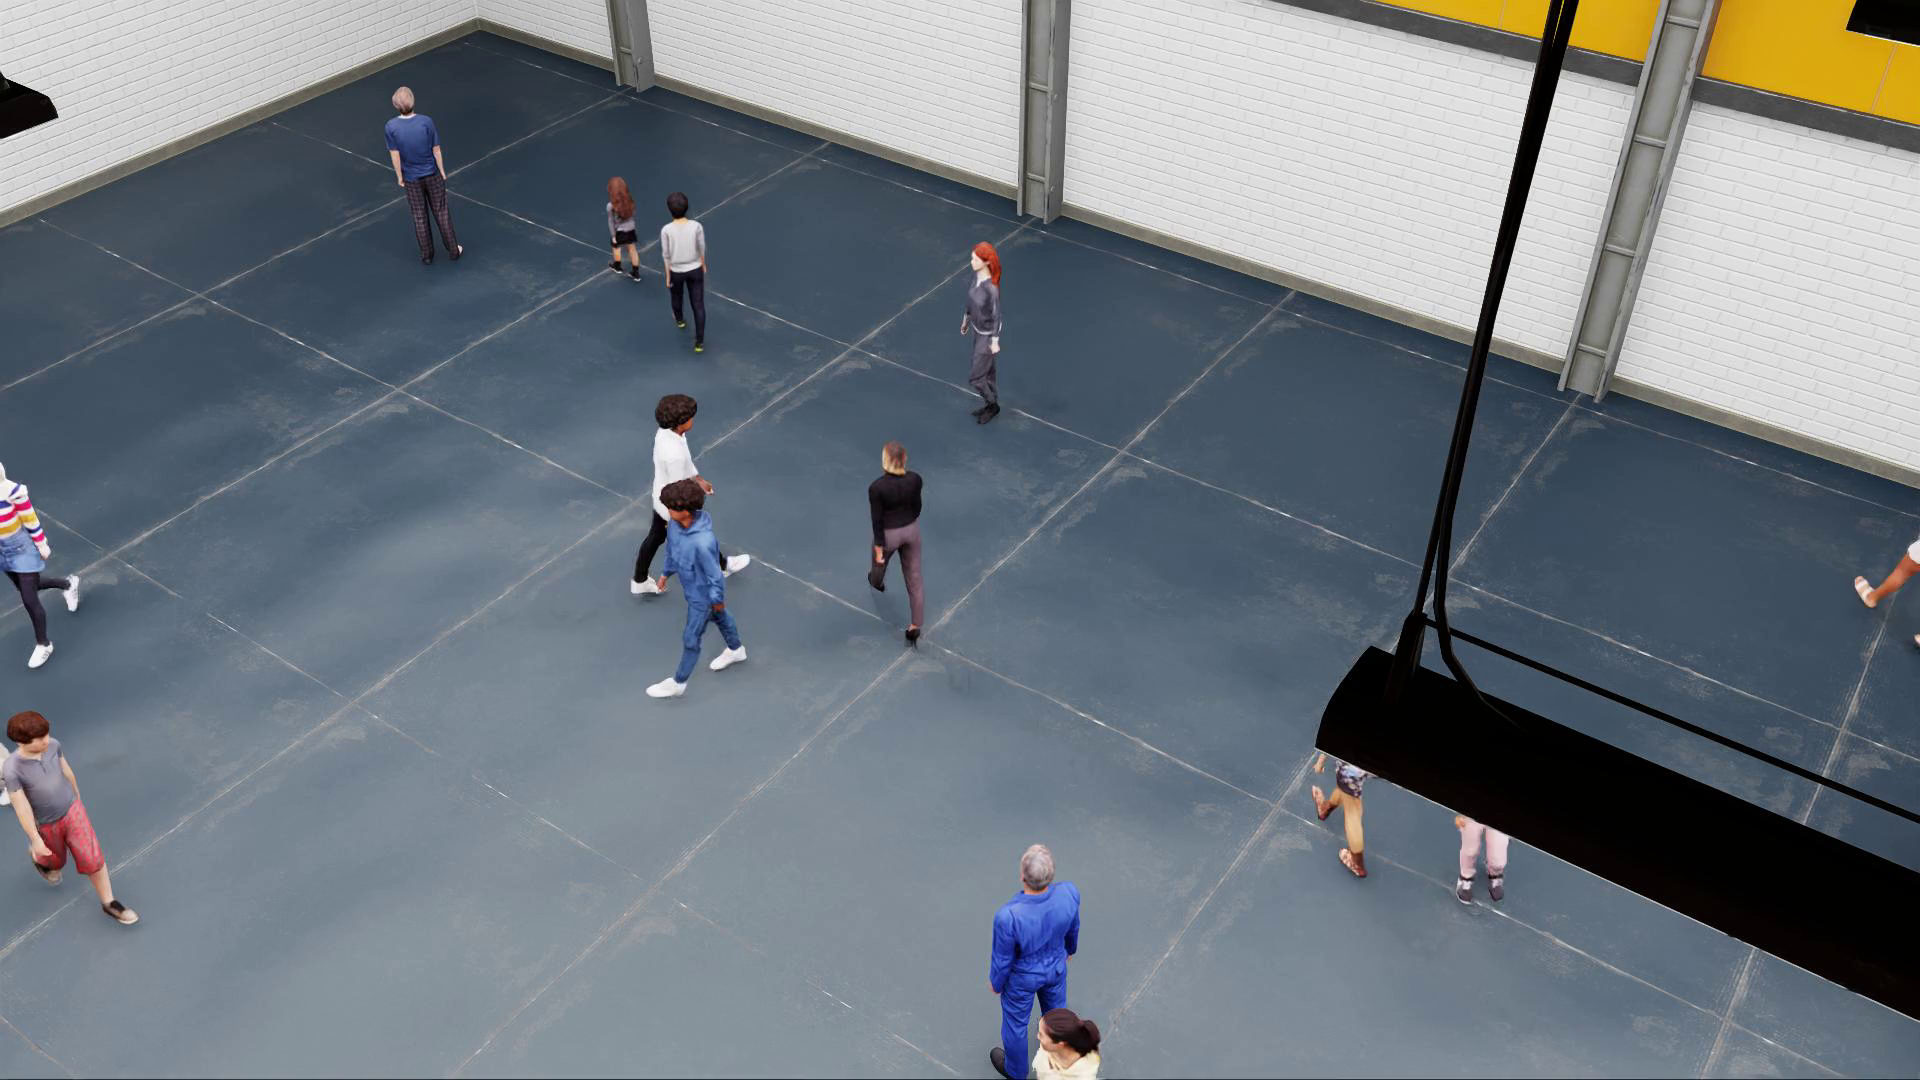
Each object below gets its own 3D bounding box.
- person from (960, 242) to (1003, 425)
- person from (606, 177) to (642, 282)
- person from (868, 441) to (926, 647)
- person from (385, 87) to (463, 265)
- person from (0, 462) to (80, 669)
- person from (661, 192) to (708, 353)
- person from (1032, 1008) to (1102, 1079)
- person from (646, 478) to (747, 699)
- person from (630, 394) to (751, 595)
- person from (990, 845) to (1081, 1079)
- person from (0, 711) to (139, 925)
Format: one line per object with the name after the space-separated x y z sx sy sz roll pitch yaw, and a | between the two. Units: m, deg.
0.297 -1.823 14.527 0.752 1.769 0.666 -12 40 -15 | person
-3.347 -3.101 16.668 0.567 1.092 0.695 -29 47 -31 | person
-0.418 0.075 12.268 0.936 1.621 1.153 -18 42 -21 | person
-5.422 -3.673 16.761 0.732 1.872 0.760 -11 40 -13 | person
-6.898 0.021 12.206 1.134 1.783 1.051 4 39 5 | person
-2.552 -2.464 15.524 0.914 1.524 1.017 -10 40 -12 | person
0.605 2.937 8.686 0.965 1.619 0.953 -17 42 -20 | person
-1.769 0.283 11.888 1.036 1.770 1.110 -19 42 -22 | person
-2.256 -0.286 12.613 1.084 1.755 1.204 -15 41 -18 | person
0.416 2.369 9.230 0.791 1.828 0.741 -19 42 -22 | person
-5.637 1.686 10.253 1.107 1.618 0.606 23 44 26 | person
